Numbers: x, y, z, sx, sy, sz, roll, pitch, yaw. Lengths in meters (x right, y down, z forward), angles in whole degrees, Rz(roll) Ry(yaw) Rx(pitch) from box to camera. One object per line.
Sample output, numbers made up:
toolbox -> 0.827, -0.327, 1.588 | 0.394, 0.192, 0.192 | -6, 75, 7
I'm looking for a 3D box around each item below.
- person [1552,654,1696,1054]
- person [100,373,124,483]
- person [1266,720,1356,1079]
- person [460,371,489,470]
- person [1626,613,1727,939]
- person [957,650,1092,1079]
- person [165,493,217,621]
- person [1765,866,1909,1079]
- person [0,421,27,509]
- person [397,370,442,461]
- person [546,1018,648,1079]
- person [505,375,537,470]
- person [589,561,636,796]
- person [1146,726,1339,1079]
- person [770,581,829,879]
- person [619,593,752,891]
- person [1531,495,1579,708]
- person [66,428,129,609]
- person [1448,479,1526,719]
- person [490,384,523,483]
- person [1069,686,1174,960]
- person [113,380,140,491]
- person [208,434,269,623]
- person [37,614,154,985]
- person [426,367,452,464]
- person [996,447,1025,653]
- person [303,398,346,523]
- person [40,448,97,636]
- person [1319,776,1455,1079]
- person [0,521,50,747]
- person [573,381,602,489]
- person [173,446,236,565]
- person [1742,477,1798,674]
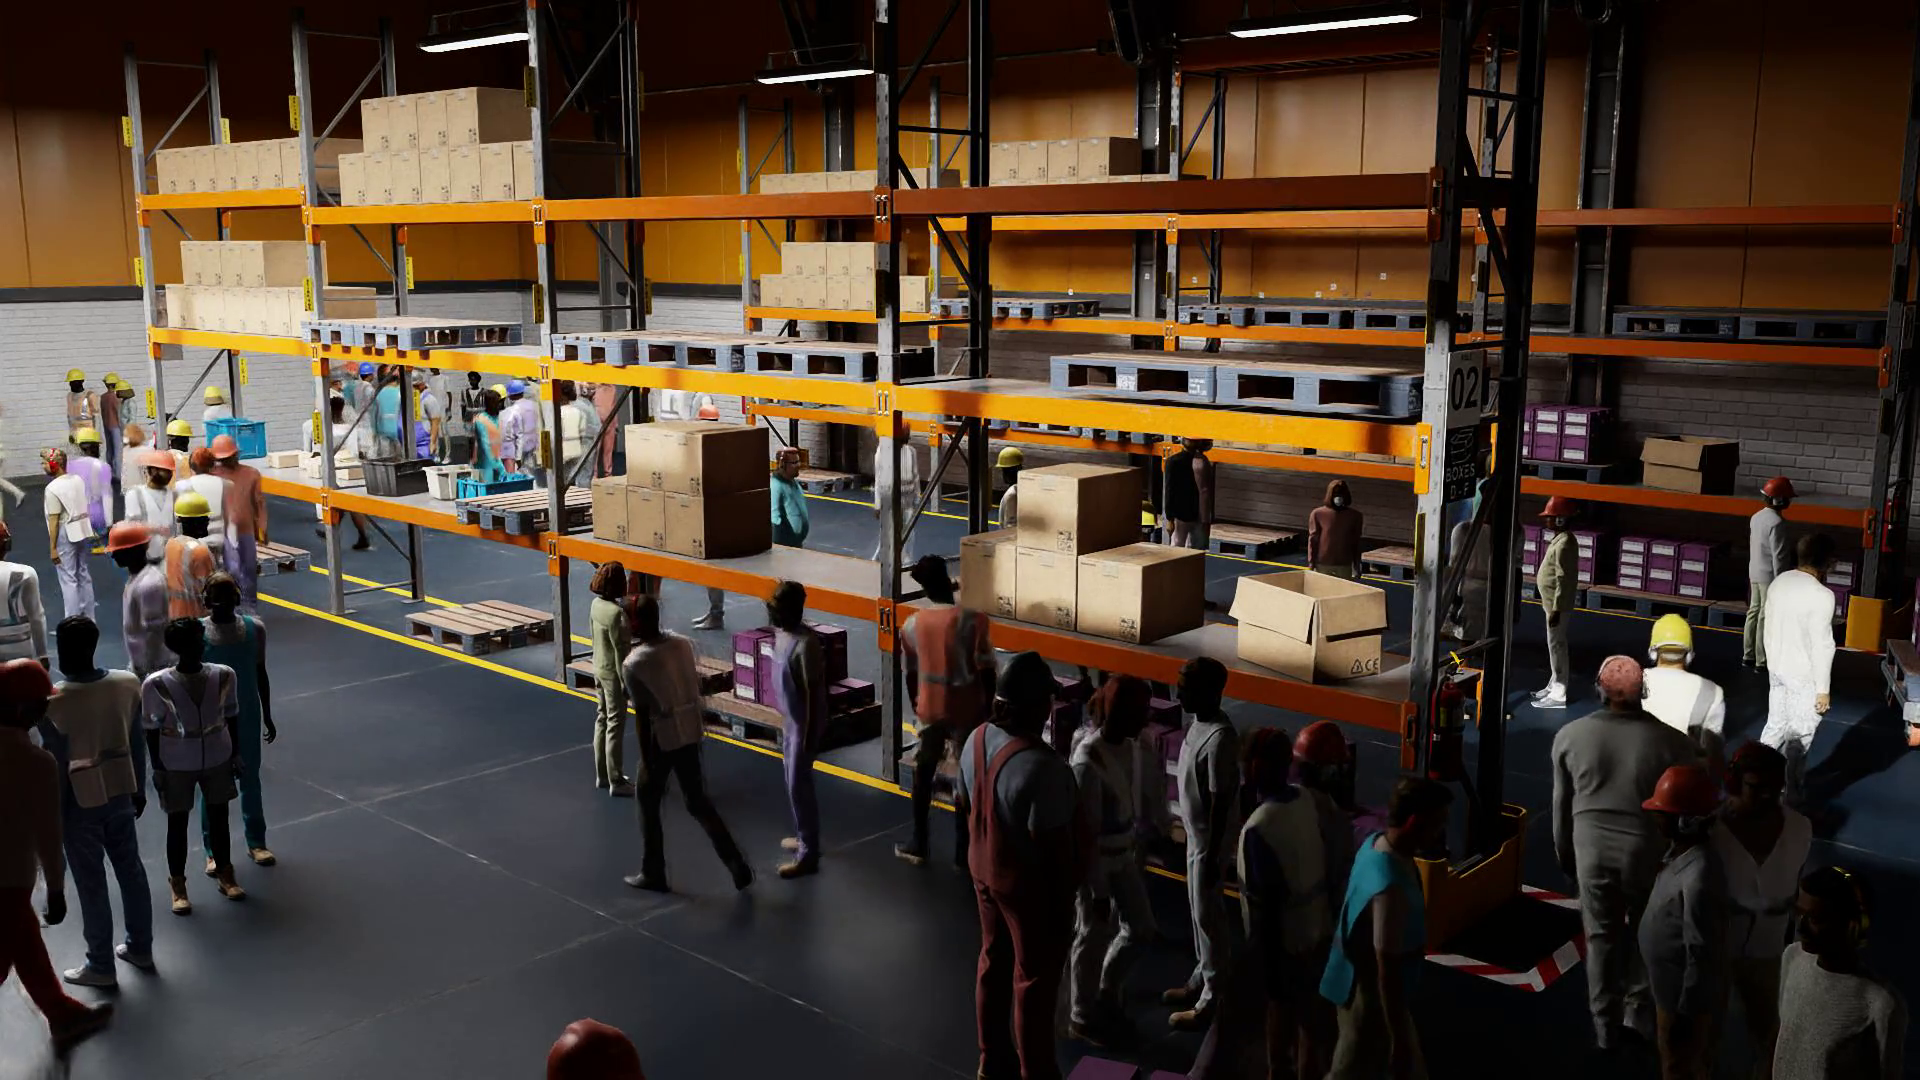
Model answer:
person -> 3.107, 1.476, 7.782 | 0.676, 1.884, 0.420 | 7, 12, 34
person -> -13.496, -1.788, 26.574 | 0.522, 1.769, 0.317 | 7, 12, 33
person -> 1.541, 1.640, 7.250 | 0.343, 1.748, 0.569 | -5, 11, -24
person -> -8.120, -1.994, 27.934 | 0.541, 1.695, 0.315 | 0, 10, 3
person -> 3.772, 1.309, 8.937 | 0.597, 1.809, 0.635 | 5, 11, 27
person -> 0.320, 1.477, 7.341 | 0.537, 2.000, 0.683 | -6, 12, -32
person -> -5.782, 0.597, 12.637 | 0.587, 1.928, 0.362 | 8, 13, 39
person -> 2.709, 1.927, 5.279 | 0.321, 1.871, 0.532 | -3, 10, -15
person -> -13.578, -1.157, 23.413 | 0.538, 1.620, 0.525 | -2, 10, -9
person -> -7.765, -1.427, 23.761 | 0.681, 2.000, 0.536 | 6, 12, 29
person -> -0.853, 2.117, 4.086 | 0.592, 1.906, 0.464 | -3, 11, -18
person -> -7.350, -2.001, 27.884 | 0.507, 1.729, 0.382 | -2, 10, -13
person -> -2.389, 0.947, 11.485 | 0.285, 1.633, 0.497 | -6, 12, -32
person -> 1.318, 1.660, 7.031 | 1.003, 1.785, 0.572 | 7, 12, 34
person -> -0.997, 1.116, 10.078 | 0.387, 1.817, 0.687 | -4, 11, -24
person -> -1.612, 1.201, 9.594 | 0.779, 1.802, 0.576 | 6, 12, 33
person -> 4.890, 0.502, 13.664 | 0.331, 1.750, 0.572 | 3, 11, 19
person -> -9.117, -0.249, 17.577 | 0.596, 1.873, 0.987 | 2, 10, 12
person -> 4.196, 0.470, 13.269 | 0.606, 1.957, 0.373 | 0, 10, -1
person -> -6.220, -1.156, 22.555 | 0.585, 1.925, 0.373 | 1, 10, 6
person -> 0.811, 1.488, 8.599 | 0.571, 1.570, 0.926 | 9, 14, 42
person -> -12.774, -1.590, 25.542 | 0.321, 1.737, 0.485 | -10, 14, -43
person -> -7.148, -0.086, 16.446 | 0.635, 1.952, 0.604 | -9, 14, -42
person -> -4.425, 1.327, 8.532 | 0.375, 1.917, 0.597 | 4, 11, 22
person -> -9.071, -2.250, 28.897 | 0.534, 1.869, 0.315 | 3, 11, 18
person -> 0.509, 0.094, 15.491 | 0.383, 1.923, 0.588 | 3, 10, 15
person -> -8.676, -1.109, 22.759 | 0.563, 1.755, 0.321 | -5, 11, -26
person -> -8.659, 0.020, 16.167 | 0.394, 1.836, 0.560 | 0, 10, 0
person -> 1.689, 1.776, 6.320 | 0.880, 1.791, 0.621 | 3, 10, 16
person -> -6.695, 0.794, 11.641 | 0.585, 1.882, 0.337 | -2, 10, -11
person -> -5.254, -1.327, 23.577 | 0.403, 1.906, 0.651 | 0, 10, -3
person -> -7.299, 0.011, 16.173 | 0.890, 1.855, 0.585 | 8, 13, 38
person -> 7.197, 0.308, 14.758 | 0.327, 1.752, 0.562 | 1, 10, 3
